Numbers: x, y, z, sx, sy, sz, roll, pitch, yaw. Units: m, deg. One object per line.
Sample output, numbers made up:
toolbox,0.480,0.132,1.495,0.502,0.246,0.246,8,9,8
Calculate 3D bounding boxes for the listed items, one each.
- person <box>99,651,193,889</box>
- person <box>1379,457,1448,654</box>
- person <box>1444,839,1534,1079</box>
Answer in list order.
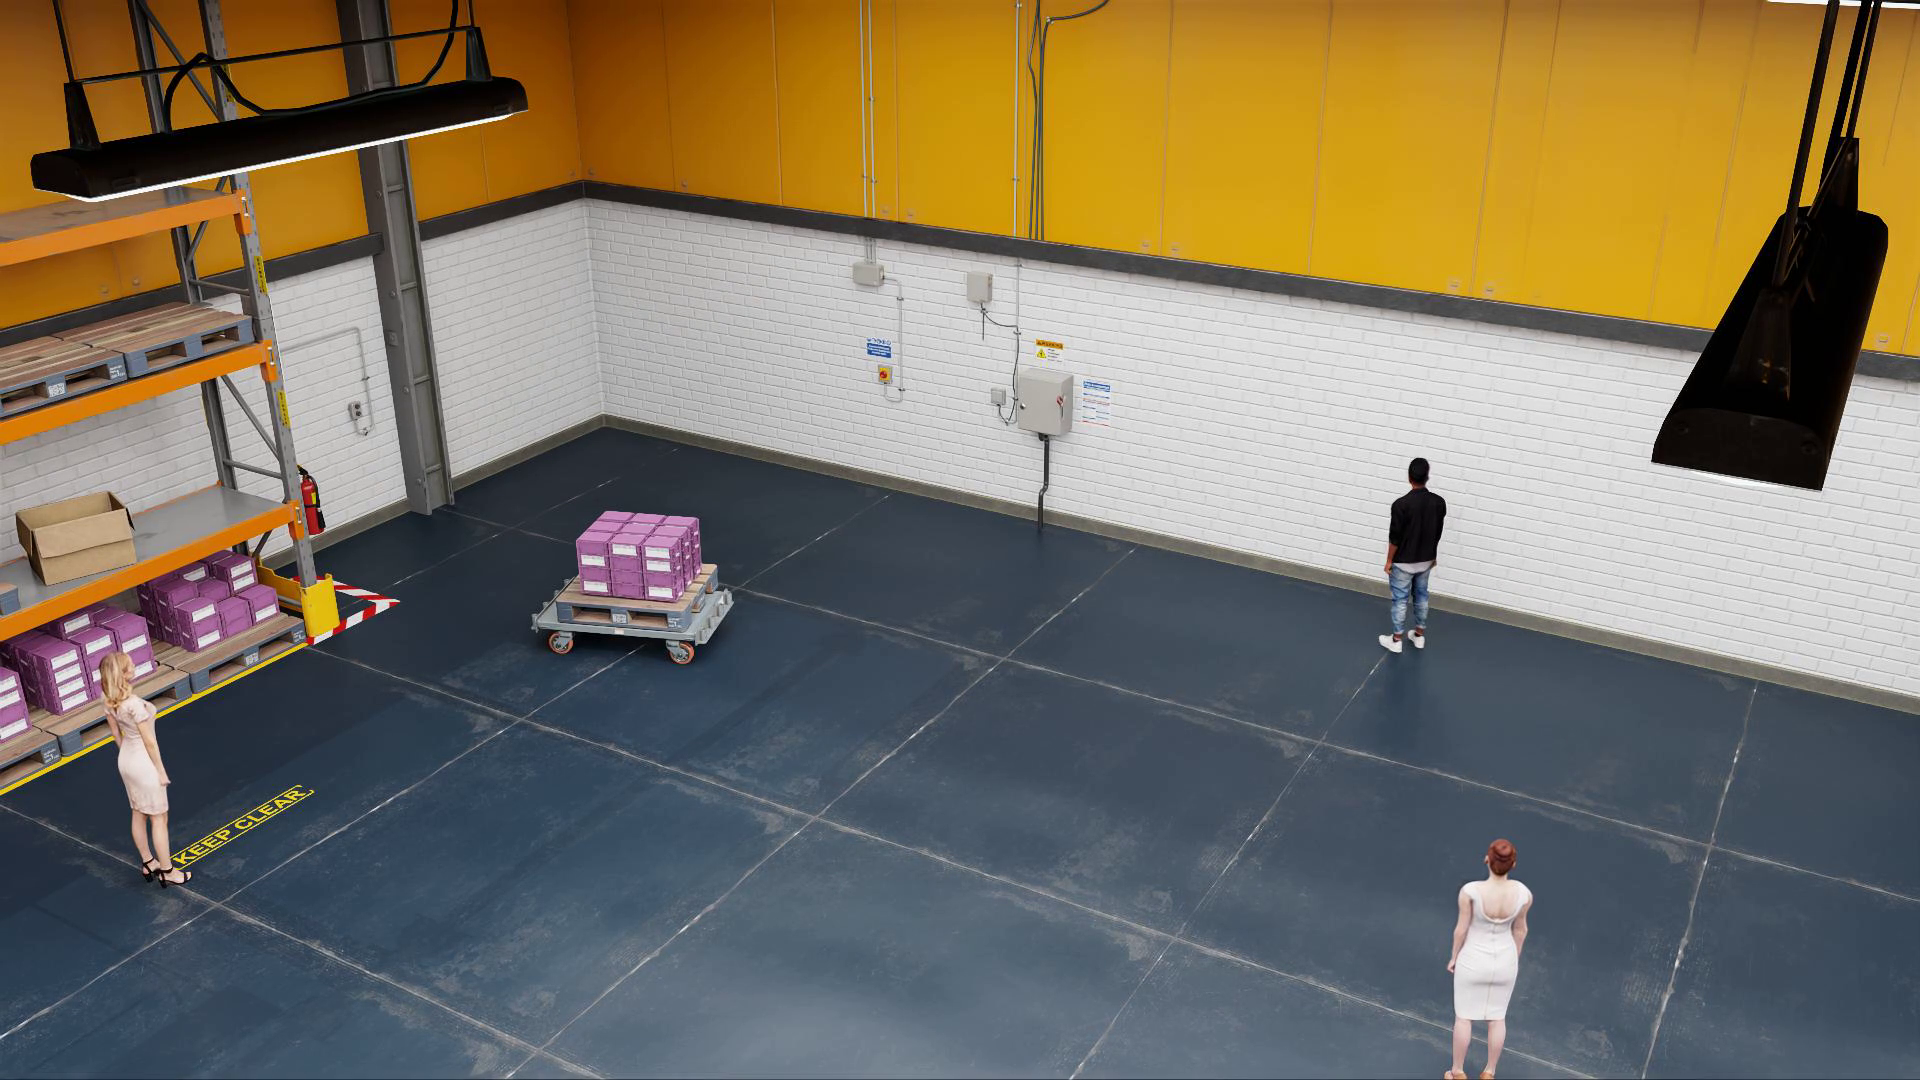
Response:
person,-5.697,1.594,11.548,0.561,1.831,0.483,13,27,27
person,4.059,0.137,14.907,0.776,1.809,0.839,-6,24,-14
person,3.033,2.468,9.597,0.631,1.792,0.614,2,24,4
